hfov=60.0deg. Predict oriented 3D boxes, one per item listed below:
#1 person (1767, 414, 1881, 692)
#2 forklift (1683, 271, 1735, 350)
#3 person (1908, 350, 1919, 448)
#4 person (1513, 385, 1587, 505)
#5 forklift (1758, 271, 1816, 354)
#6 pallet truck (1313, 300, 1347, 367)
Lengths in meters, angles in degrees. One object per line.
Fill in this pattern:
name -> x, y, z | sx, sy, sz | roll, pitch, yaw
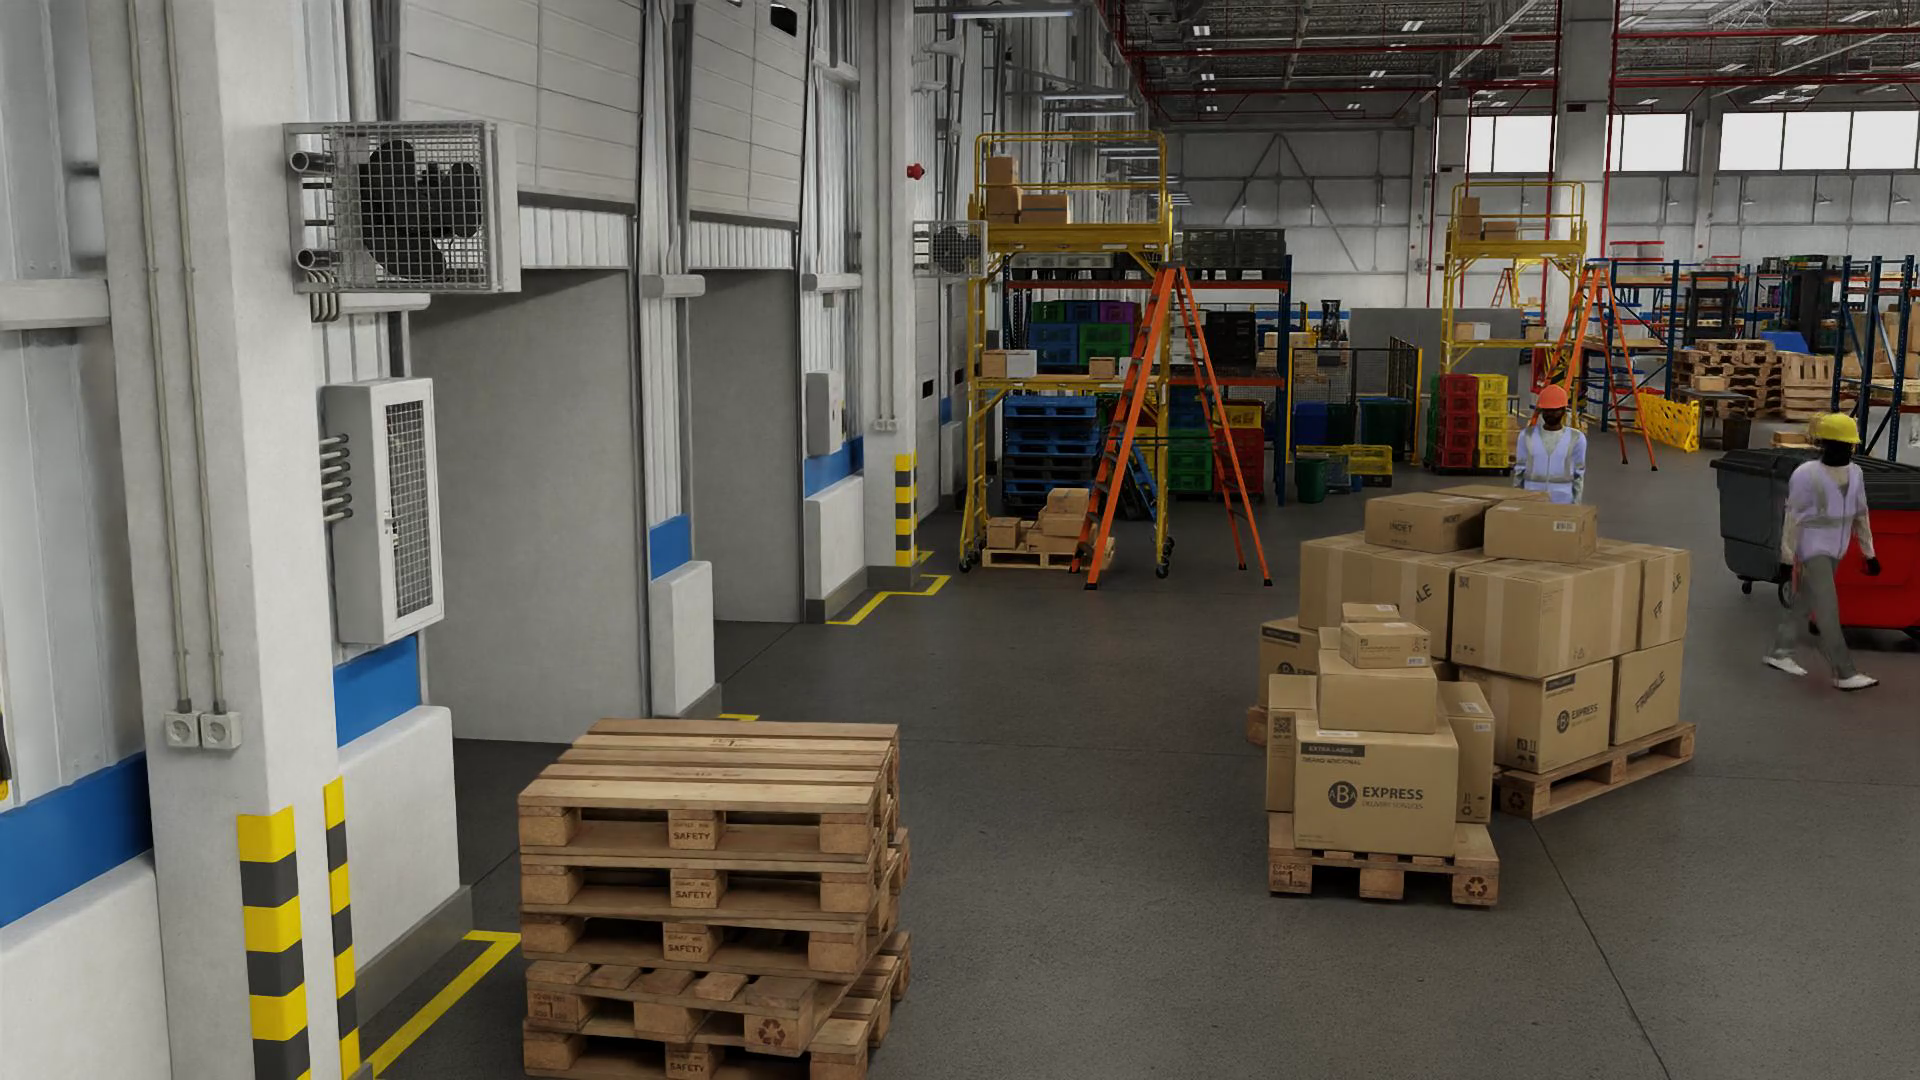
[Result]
person -> 5.982, 0.072, 11.422 | 0.593, 1.873, 0.978 | -4, 10, -25
forklift -> 17.391, -4.840, 38.619 | 1.129, 2.768, 1.873 | 4, 10, 24
person -> 15.510, -2.342, 26.739 | 0.321, 1.736, 0.488 | 5, 10, 27
person -> 4.735, -0.283, 13.411 | 0.542, 1.938, 0.357 | 4, 10, 23
forklift -> 24.173, -6.349, 47.920 | 1.873, 2.768, 1.129 | 0, 9, 2
pallet truck -> 11.159, -6.200, 49.718 | 0.823, 1.965, 1.885 | 4, 10, 26
